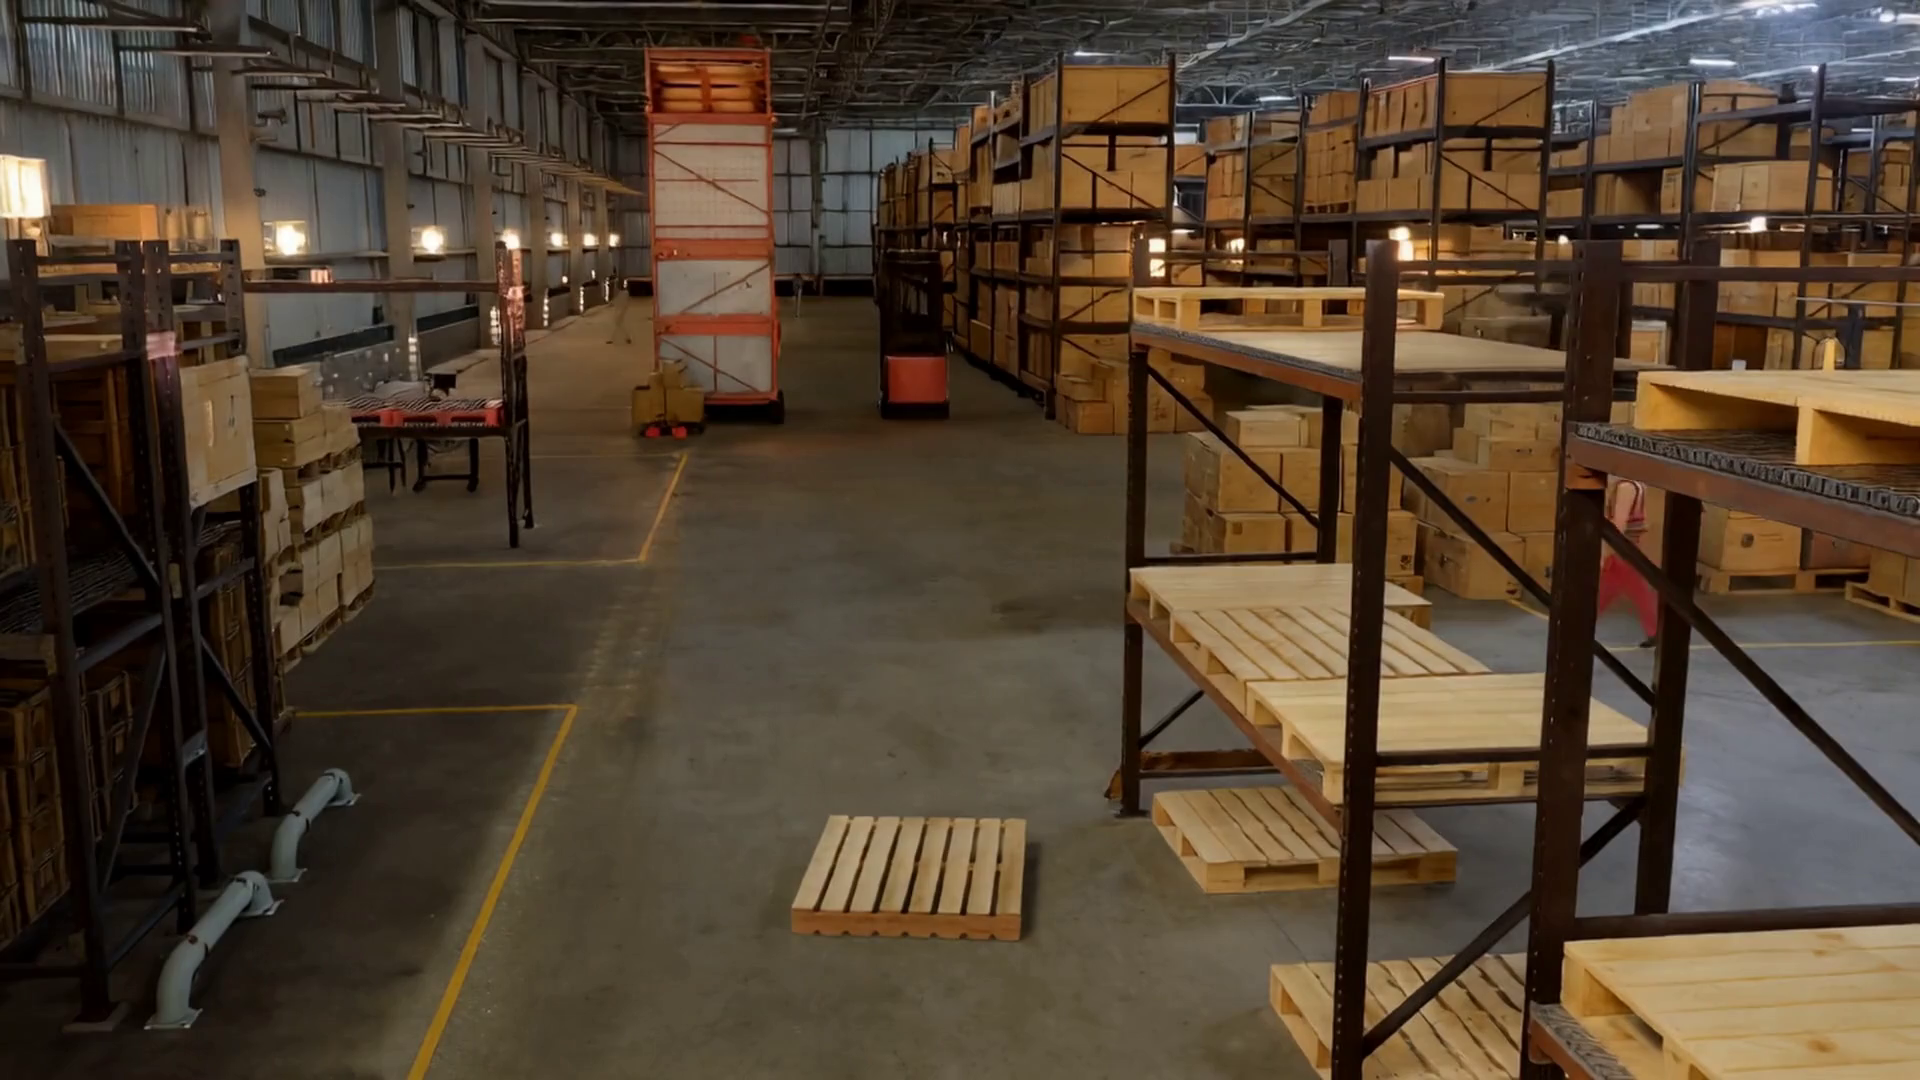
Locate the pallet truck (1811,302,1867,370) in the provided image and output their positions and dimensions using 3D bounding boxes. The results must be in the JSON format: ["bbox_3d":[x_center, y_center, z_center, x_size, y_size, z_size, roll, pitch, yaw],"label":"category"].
[{"bbox_3d":[15.846,-3.142,28.793,1.885,1.965,0.823,2,10,12],"label":"pallet truck"}]

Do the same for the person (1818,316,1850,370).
[{"bbox_3d":[13.044,-2.390,24.873,0.587,1.911,0.397,-10,14,-43],"label":"person"}]

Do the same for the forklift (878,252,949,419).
[{"bbox_3d":[-0.800,-3.535,28.521,1.129,2.768,1.873,-1,10,-6],"label":"forklift"}]

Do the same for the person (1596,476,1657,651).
[{"bbox_3d":[4.909,0.028,12.340,0.847,1.595,0.529,3,11,18],"label":"person"}]

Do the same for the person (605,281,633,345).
[{"bbox_3d":[-9.922,-6.595,48.315,0.816,1.856,0.721,1,10,8],"label":"person"}]

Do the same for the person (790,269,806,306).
[{"bbox_3d":[-7.487,-11.654,76.824,0.722,1.695,0.490,-3,11,-17],"label":"person"}]

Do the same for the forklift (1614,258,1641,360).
[{"bbox_3d":[7.371,-1.844,19.150,1.873,2.768,1.129,-1,10,-6],"label":"forklift"}]
